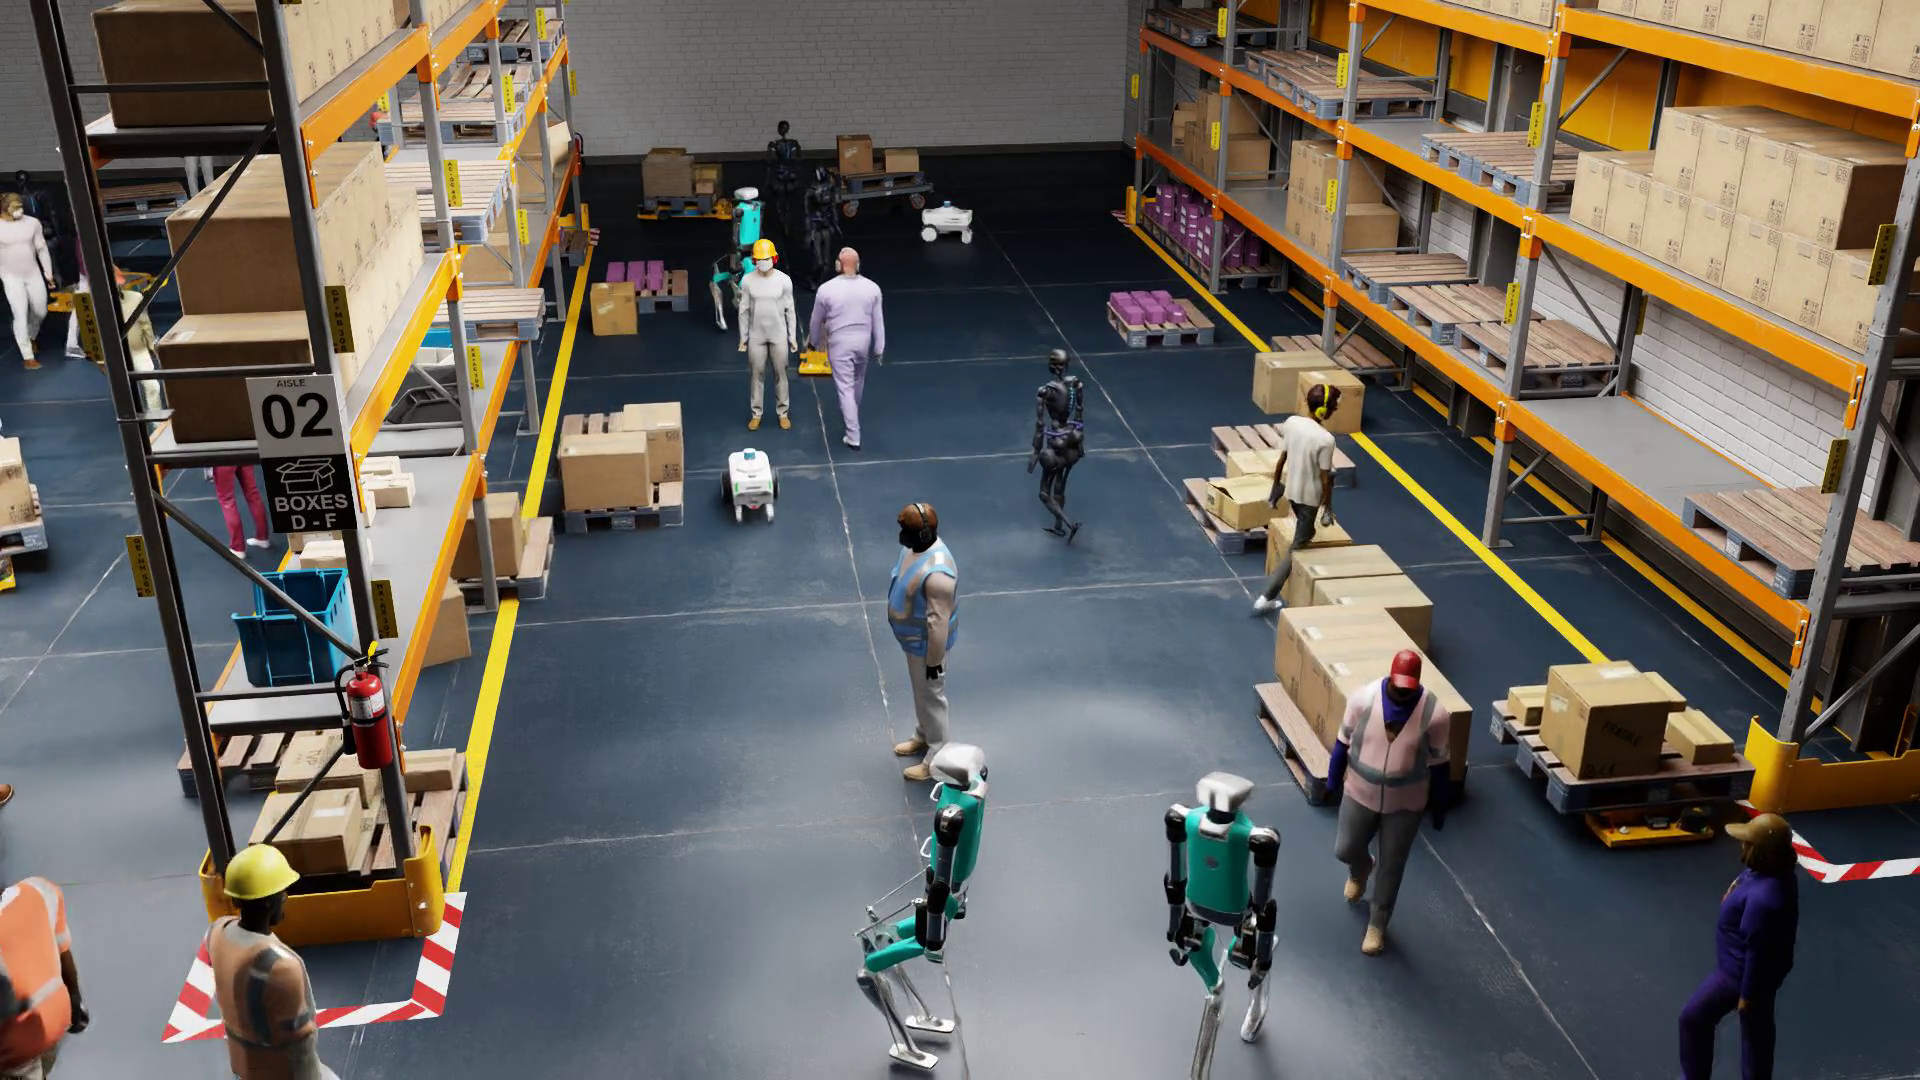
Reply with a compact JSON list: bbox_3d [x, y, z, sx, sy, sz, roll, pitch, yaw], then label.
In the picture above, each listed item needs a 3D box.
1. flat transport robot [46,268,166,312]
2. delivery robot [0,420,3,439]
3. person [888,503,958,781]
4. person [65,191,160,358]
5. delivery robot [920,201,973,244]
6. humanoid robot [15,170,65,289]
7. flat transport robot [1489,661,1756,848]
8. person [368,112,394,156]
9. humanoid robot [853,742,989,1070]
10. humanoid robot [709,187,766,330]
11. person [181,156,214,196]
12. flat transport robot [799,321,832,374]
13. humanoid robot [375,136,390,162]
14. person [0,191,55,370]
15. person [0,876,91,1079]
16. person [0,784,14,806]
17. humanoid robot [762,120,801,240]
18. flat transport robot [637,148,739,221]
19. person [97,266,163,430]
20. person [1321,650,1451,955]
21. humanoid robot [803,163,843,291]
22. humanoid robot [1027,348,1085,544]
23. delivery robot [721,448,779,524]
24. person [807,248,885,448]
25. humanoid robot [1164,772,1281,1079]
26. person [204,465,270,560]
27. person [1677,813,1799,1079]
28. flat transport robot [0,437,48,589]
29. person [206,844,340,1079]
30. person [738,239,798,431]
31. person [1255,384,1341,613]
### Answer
[{"bbox_3d":[-10.656,-3.102,20.746,0.659,0.231,1.431,5,24,11],"label":"flat transport robot"},{"bbox_3d":[-9.390,-0.993,15.578,0.782,0.589,0.499,-16,28,-32],"label":"delivery robot"},{"bbox_3d":[-0.230,0.619,10.330,0.430,1.836,0.631,-6,24,-12],"label":"person"},{"bbox_3d":[-9.624,-2.976,18.456,0.505,1.890,1.031,16,29,33],"label":"person"},{"bbox_3d":[-0.202,-4.495,23.582,0.813,0.610,0.499,2,24,4],"label":"delivery robot"},{"bbox_3d":[-11.341,-3.730,20.445,0.609,1.638,0.587,20,31,38],"label":"humanoid robot"},{"bbox_3d":[4.024,1.439,10.400,0.659,0.231,1.431,-3,24,-7],"label":"flat transport robot"},{"bbox_3d":[-8.259,-5.275,23.887,0.760,1.718,0.576,-10,26,-21],"label":"person"},{"bbox_3d":[-0.233,1.705,7.869,0.731,1.707,0.530,6,24,14],"label":"humanoid robot"},{"bbox_3d":[-2.633,-3.195,19.161,0.866,1.782,0.532,14,27,28],"label":"humanoid robot"},{"bbox_3d":[-11.654,-6.008,25.407,0.429,1.846,0.624,21,31,39],"label":"person"},{"bbox_3d":[-1.385,-2.140,18.554,0.659,0.231,1.431,1,24,2],"label":"flat transport robot"},{"bbox_3d":[-7.811,-4.679,22.598,0.611,1.633,0.616,-9,25,-20],"label":"humanoid robot"},{"bbox_3d":[-10.324,-2.878,18.210,0.779,1.904,0.716,18,30,35],"label":"person"},{"bbox_3d":[-3.861,2.048,6.944,0.850,1.935,0.628,5,24,10],"label":"person"},{"bbox_3d":[-6.137,0.745,9.844,0.609,1.989,0.388,0,24,1],"label":"person"},{"bbox_3d":[-2.509,-5.079,23.514,0.601,1.664,0.525,-15,28,-30],"label":"humanoid robot"},{"bbox_3d":[-4.093,-4.988,25.042,1.431,0.231,0.659,0,24,1],"label":"flat transport robot"},{"bbox_3d":[-7.934,-1.778,15.898,0.596,1.727,0.694,-21,31,-39],"label":"person"},{"bbox_3d":[2.252,1.336,8.797,0.650,1.738,0.508,9,25,20],"label":"person"},{"bbox_3d":[-1.744,-3.903,20.816,0.361,1.652,0.593,19,30,37],"label":"humanoid robot"},{"bbox_3d":[0.878,-0.770,13.692,0.608,1.635,0.536,-21,32,-40],"label":"humanoid robot"},{"bbox_3d":[-1.819,-0.508,14.461,0.499,0.580,0.766,-4,24,-10],"label":"delivery robot"},{"bbox_3d":[-1.103,-1.885,16.006,0.653,1.852,1.015,-10,26,-22],"label":"person"},{"bbox_3d":[1.308,1.783,7.861,0.539,1.778,1.029,13,27,27],"label":"humanoid robot"},{"bbox_3d":[-5.905,-0.638,13.443,0.285,1.627,0.505,11,26,24],"label":"person"},{"bbox_3d":[3.525,1.934,7.592,0.587,1.602,0.471,17,29,34],"label":"person"},{"bbox_3d":[-8.037,0.115,13.416,0.659,0.231,1.431,-13,27,-27],"label":"flat transport robot"},{"bbox_3d":[-2.762,2.105,6.843,0.618,1.906,0.427,17,29,34],"label":"person"},{"bbox_3d":[-1.872,-1.998,16.209,0.572,1.897,0.360,-1,24,-2],"label":"person"},{"bbox_3d":[2.578,-0.328,12.497,0.872,1.821,0.538,-13,27,-27],"label":"person"}]
